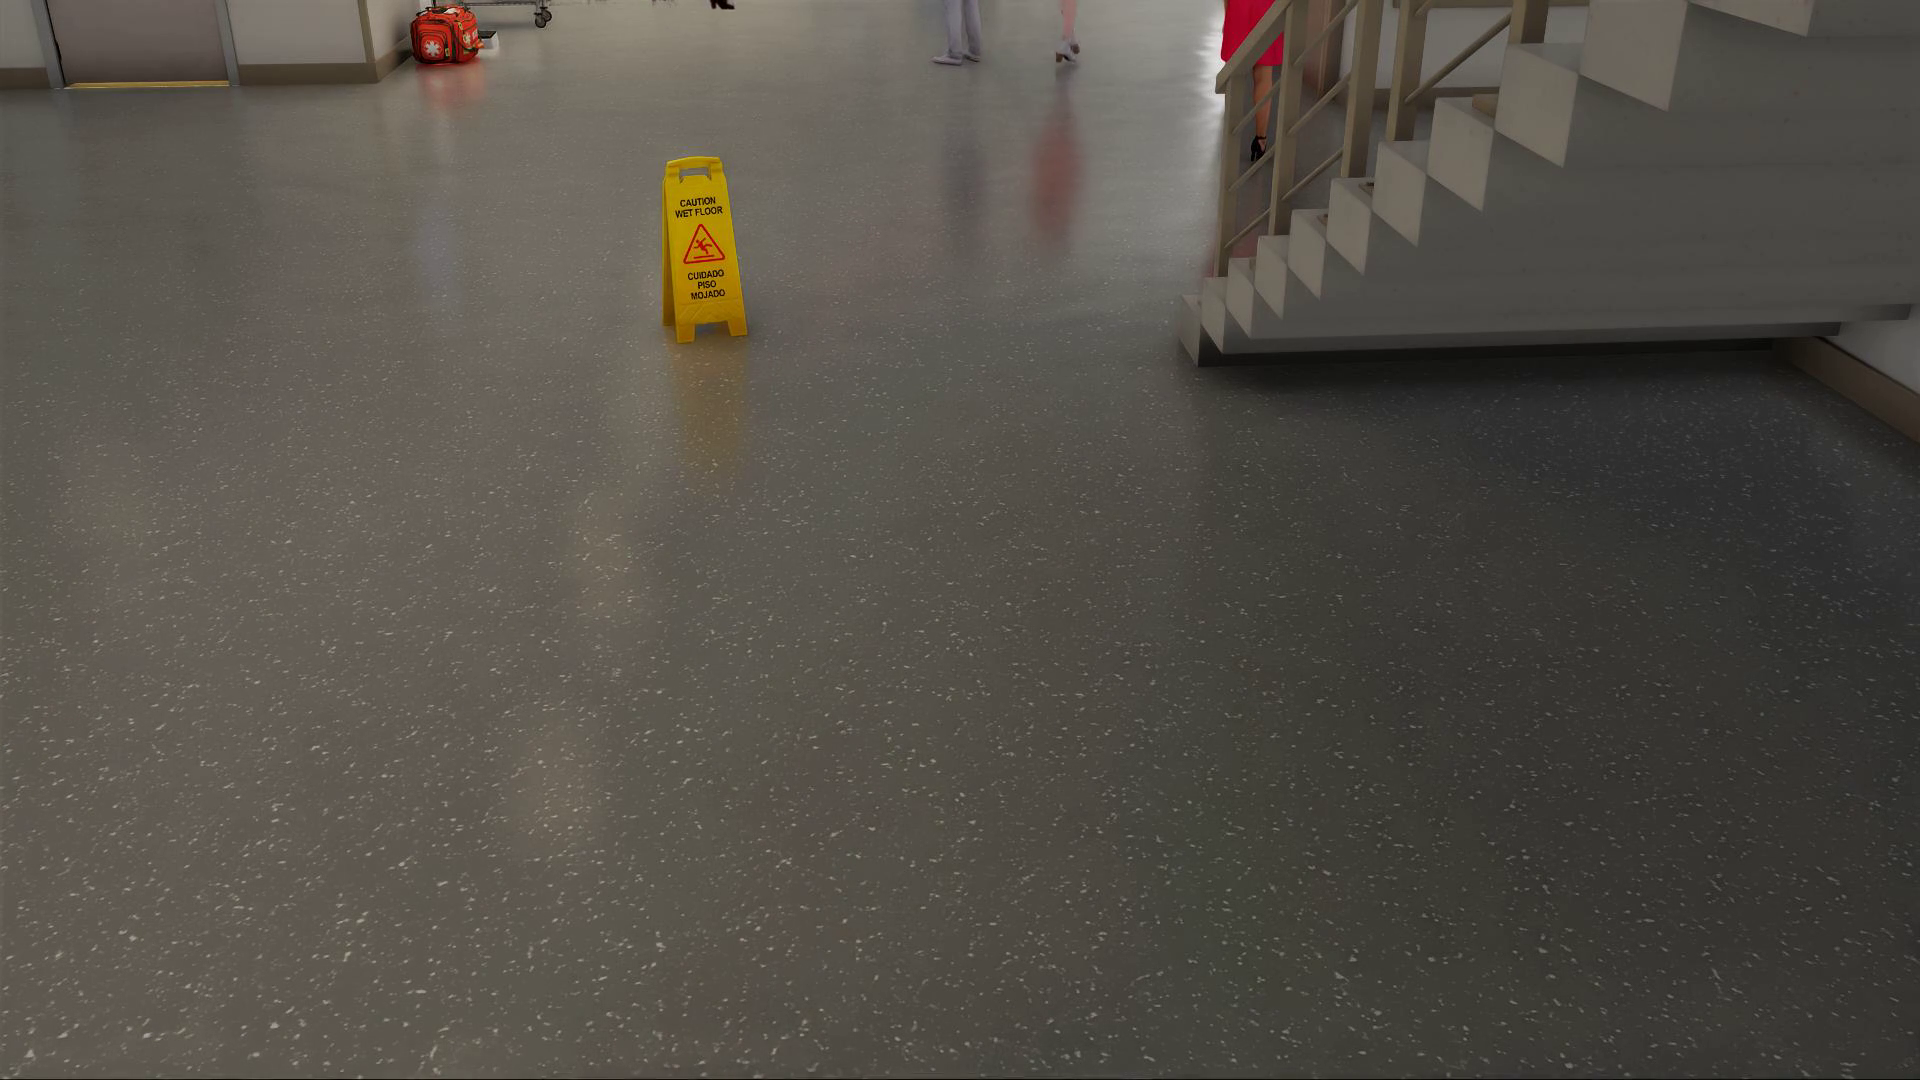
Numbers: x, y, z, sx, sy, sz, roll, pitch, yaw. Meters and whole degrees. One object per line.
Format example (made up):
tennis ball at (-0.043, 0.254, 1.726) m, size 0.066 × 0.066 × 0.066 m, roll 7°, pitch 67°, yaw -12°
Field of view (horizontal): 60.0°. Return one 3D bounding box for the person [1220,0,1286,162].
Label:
person at (1.822, -3.248, 10.346) m, size 0.658 × 1.728 × 0.673 m, roll 10°, pitch 27°, yaw 19°

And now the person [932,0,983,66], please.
person at (0.007, -4.827, 13.437) m, size 0.785 × 1.888 × 0.737 m, roll 22°, pitch 33°, yaw 38°
